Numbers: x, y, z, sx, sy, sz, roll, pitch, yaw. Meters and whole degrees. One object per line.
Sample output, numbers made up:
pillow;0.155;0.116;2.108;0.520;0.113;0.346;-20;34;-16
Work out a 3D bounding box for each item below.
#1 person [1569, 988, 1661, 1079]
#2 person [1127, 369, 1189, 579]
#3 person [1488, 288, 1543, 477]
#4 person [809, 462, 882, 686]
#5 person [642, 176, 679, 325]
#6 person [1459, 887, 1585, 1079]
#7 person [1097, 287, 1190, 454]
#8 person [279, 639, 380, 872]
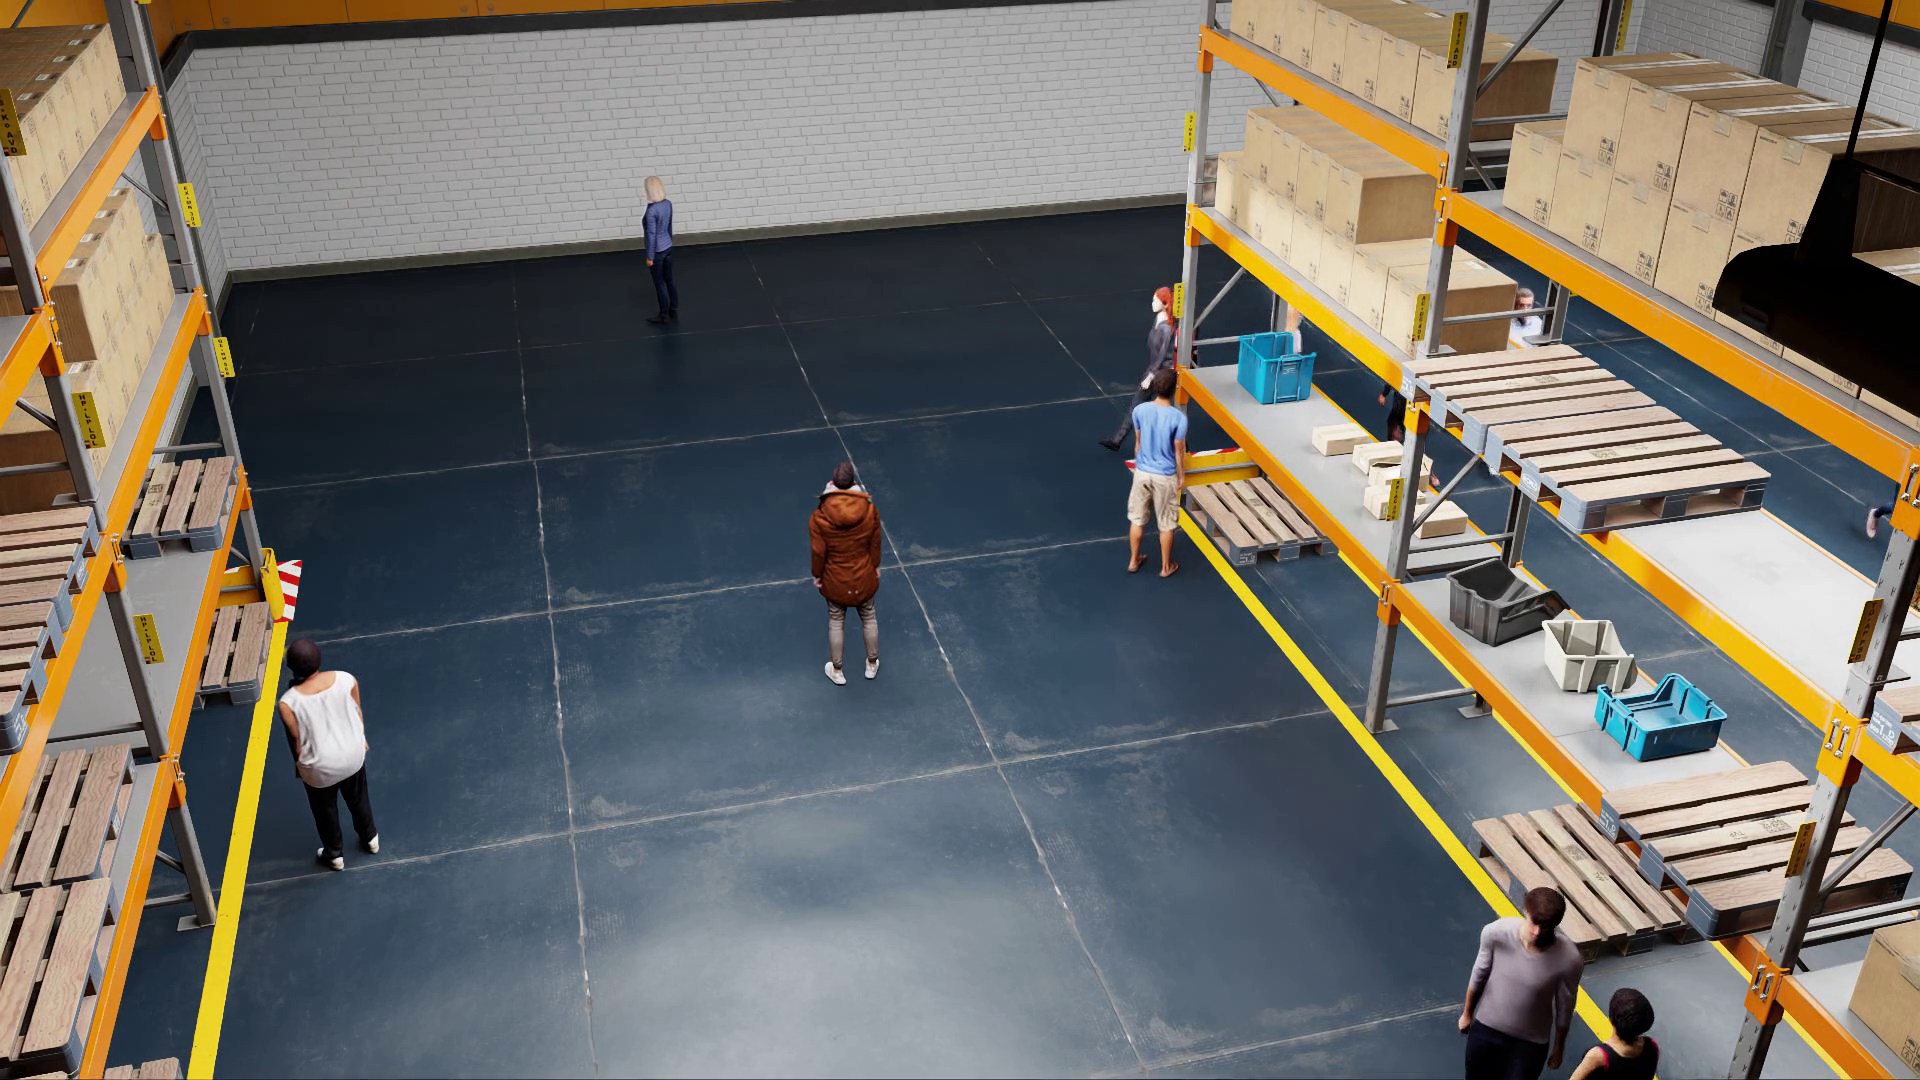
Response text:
person;3.157;2.866;8.073;0.583;1.515;1.001;-9;30;-16
person;1.639;-0.559;13.986;0.742;1.865;0.790;13;31;23
person;5.248;-1.581;15.927;0.777;1.802;0.950;-3;29;-5
person;-0.838;0.255;12.522;0.684;1.839;0.669;-7;29;-13
person;-3.471;-3.373;19.272;0.786;1.743;0.690;11;30;19
person;2.846;2.449;8.512;1.049;1.825;1.085;18;33;29
person;2.033;-1.562;15.966;0.648;1.731;1.077;-7;29;-12
person;-4.062;1.351;10.670;0.750;1.688;0.757;-23;36;-36
